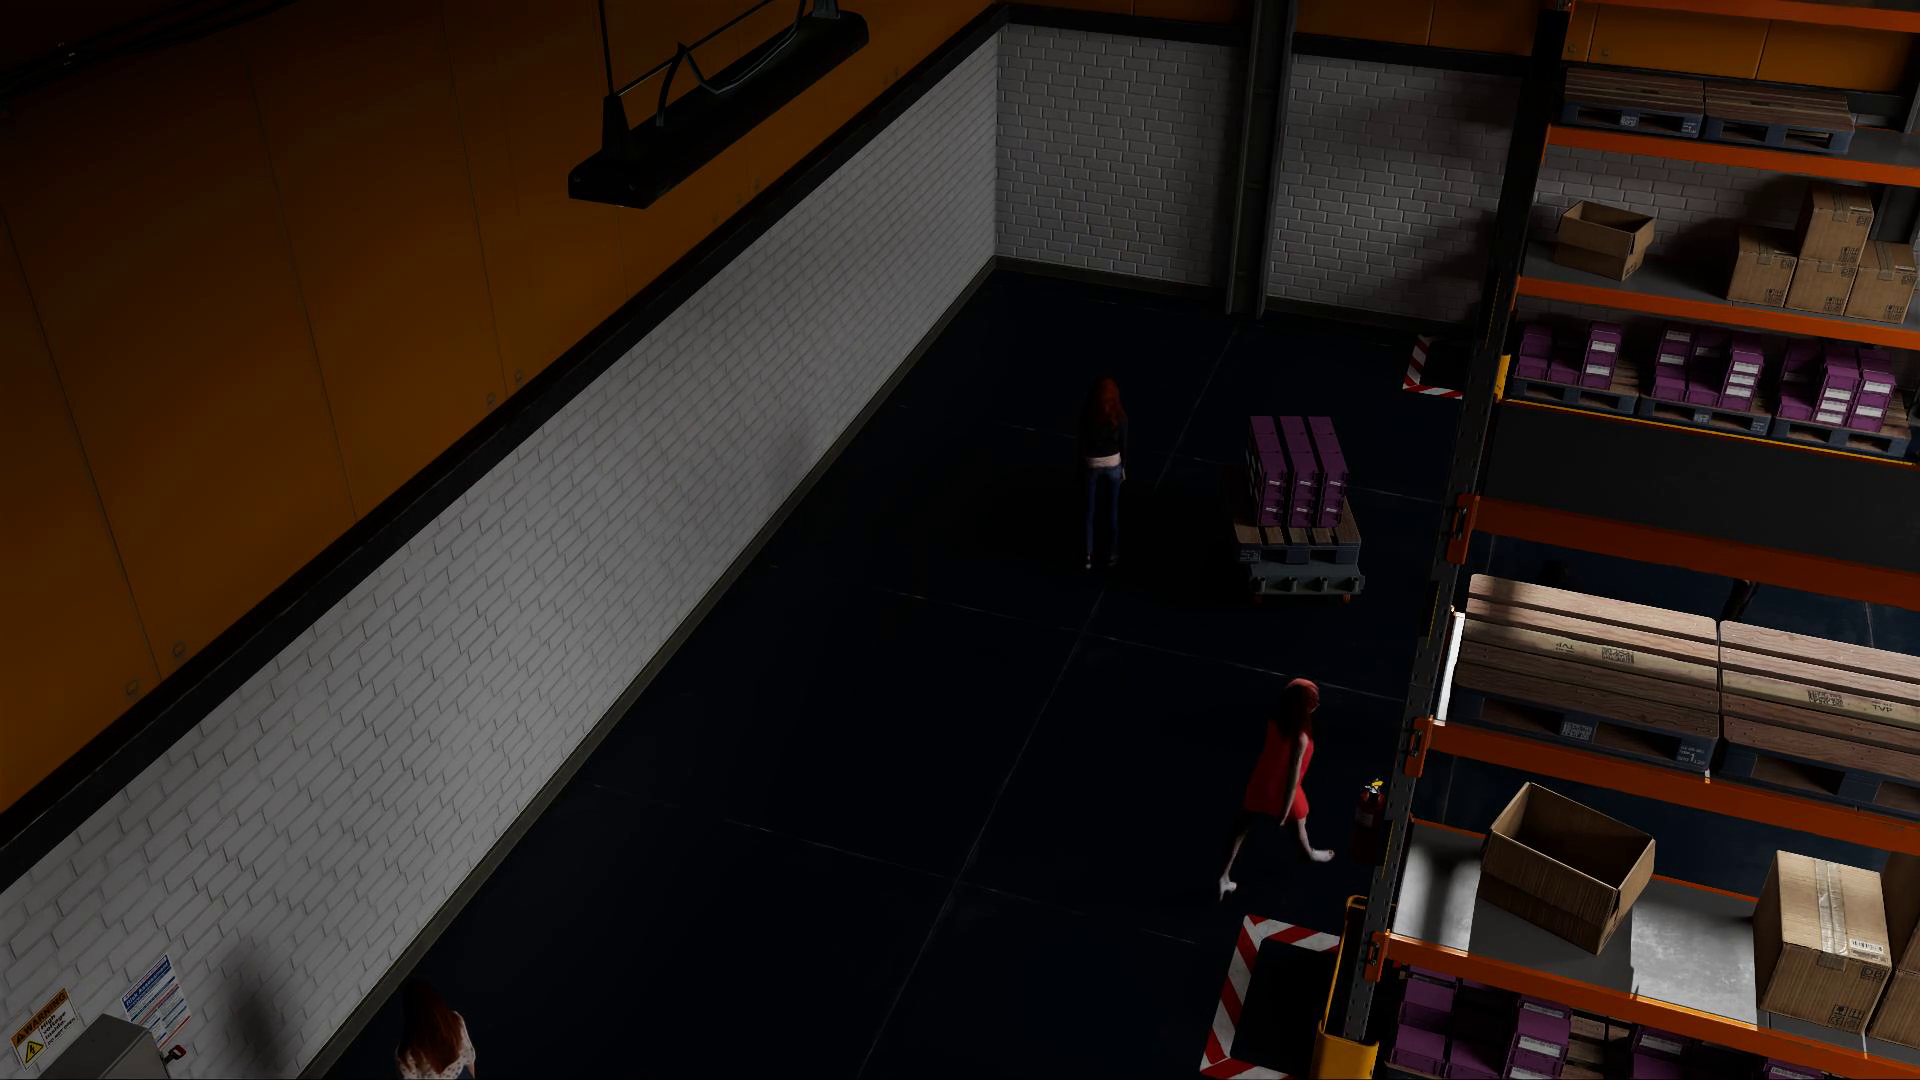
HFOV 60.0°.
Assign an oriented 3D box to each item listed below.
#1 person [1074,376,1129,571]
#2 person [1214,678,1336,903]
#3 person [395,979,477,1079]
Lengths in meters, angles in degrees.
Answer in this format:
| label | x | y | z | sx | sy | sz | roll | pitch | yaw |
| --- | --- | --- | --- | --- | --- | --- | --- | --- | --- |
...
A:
| label | x | y | z | sx | sy | sz | roll | pitch | yaw |
| --- | --- | --- | --- | --- | --- | --- | --- | --- | --- |
| person | 1.165 | -0.561 | 13.807 | 0.569 | 1.789 | 0.706 | 0 | 34 | 0 |
| person | 1.925 | 1.624 | 10.535 | 1.218 | 1.772 | 1.180 | -18 | 38 | -25 |
| person | -2.674 | 2.901 | 8.653 | 0.626 | 1.728 | 0.640 | 26 | 41 | 33 |
